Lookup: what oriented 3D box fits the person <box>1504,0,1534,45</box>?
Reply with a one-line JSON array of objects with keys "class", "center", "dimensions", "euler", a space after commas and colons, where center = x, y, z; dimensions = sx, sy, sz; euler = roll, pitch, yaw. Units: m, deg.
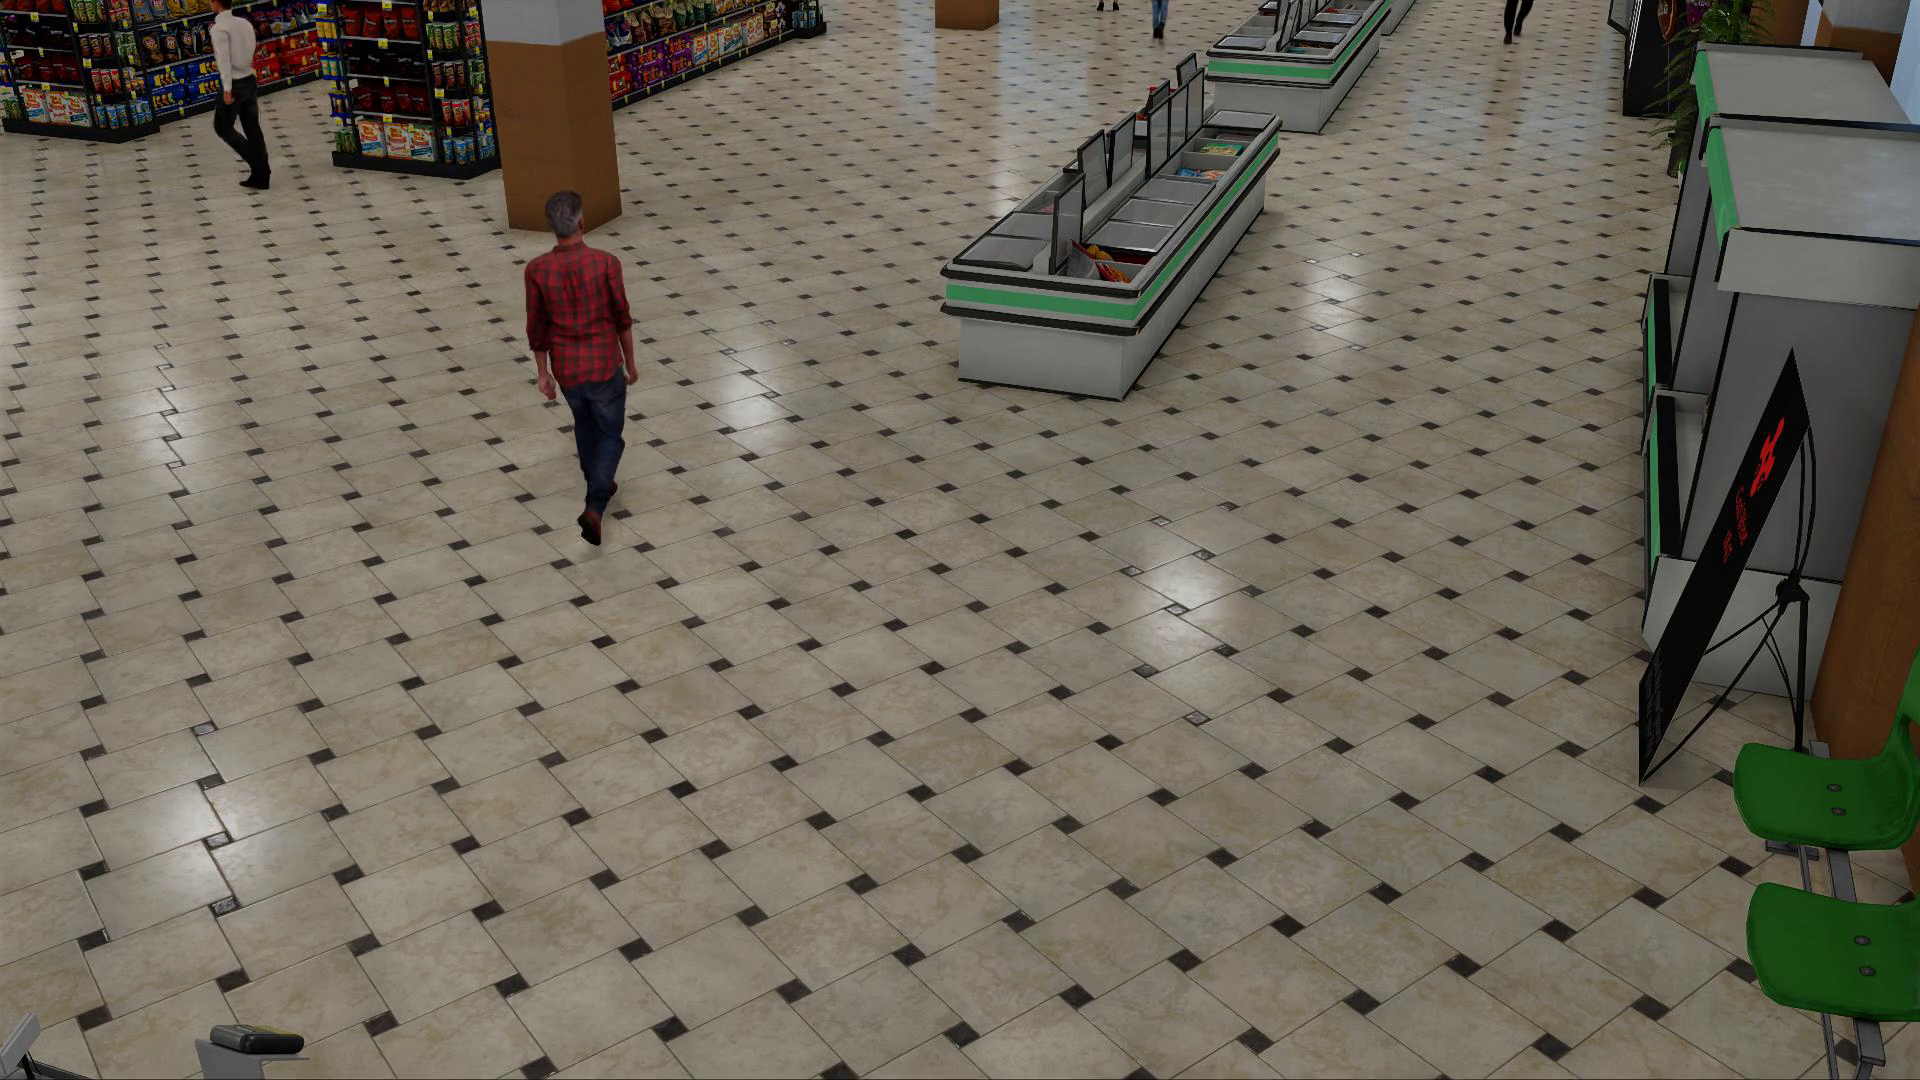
[{"class": "person", "center": [7.280, -7.346, 21.473], "dimensions": [0.715, 1.736, 1.041], "euler": [5, 27, 10]}]

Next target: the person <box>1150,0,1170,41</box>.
[{"class": "person", "center": [2.606, -7.076, 21.552], "dimensions": [0.570, 1.181, 0.816], "euler": [4, 27, 7]}]

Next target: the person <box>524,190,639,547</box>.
[{"class": "person", "center": [-1.946, -0.854, 8.602], "dimensions": [0.888, 1.798, 1.234], "euler": [2, 27, 4]}]

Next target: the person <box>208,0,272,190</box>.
[{"class": "person", "center": [-6.359, -4.024, 14.845], "dimensions": [0.782, 1.804, 0.628], "euler": [5, 27, 9]}]
